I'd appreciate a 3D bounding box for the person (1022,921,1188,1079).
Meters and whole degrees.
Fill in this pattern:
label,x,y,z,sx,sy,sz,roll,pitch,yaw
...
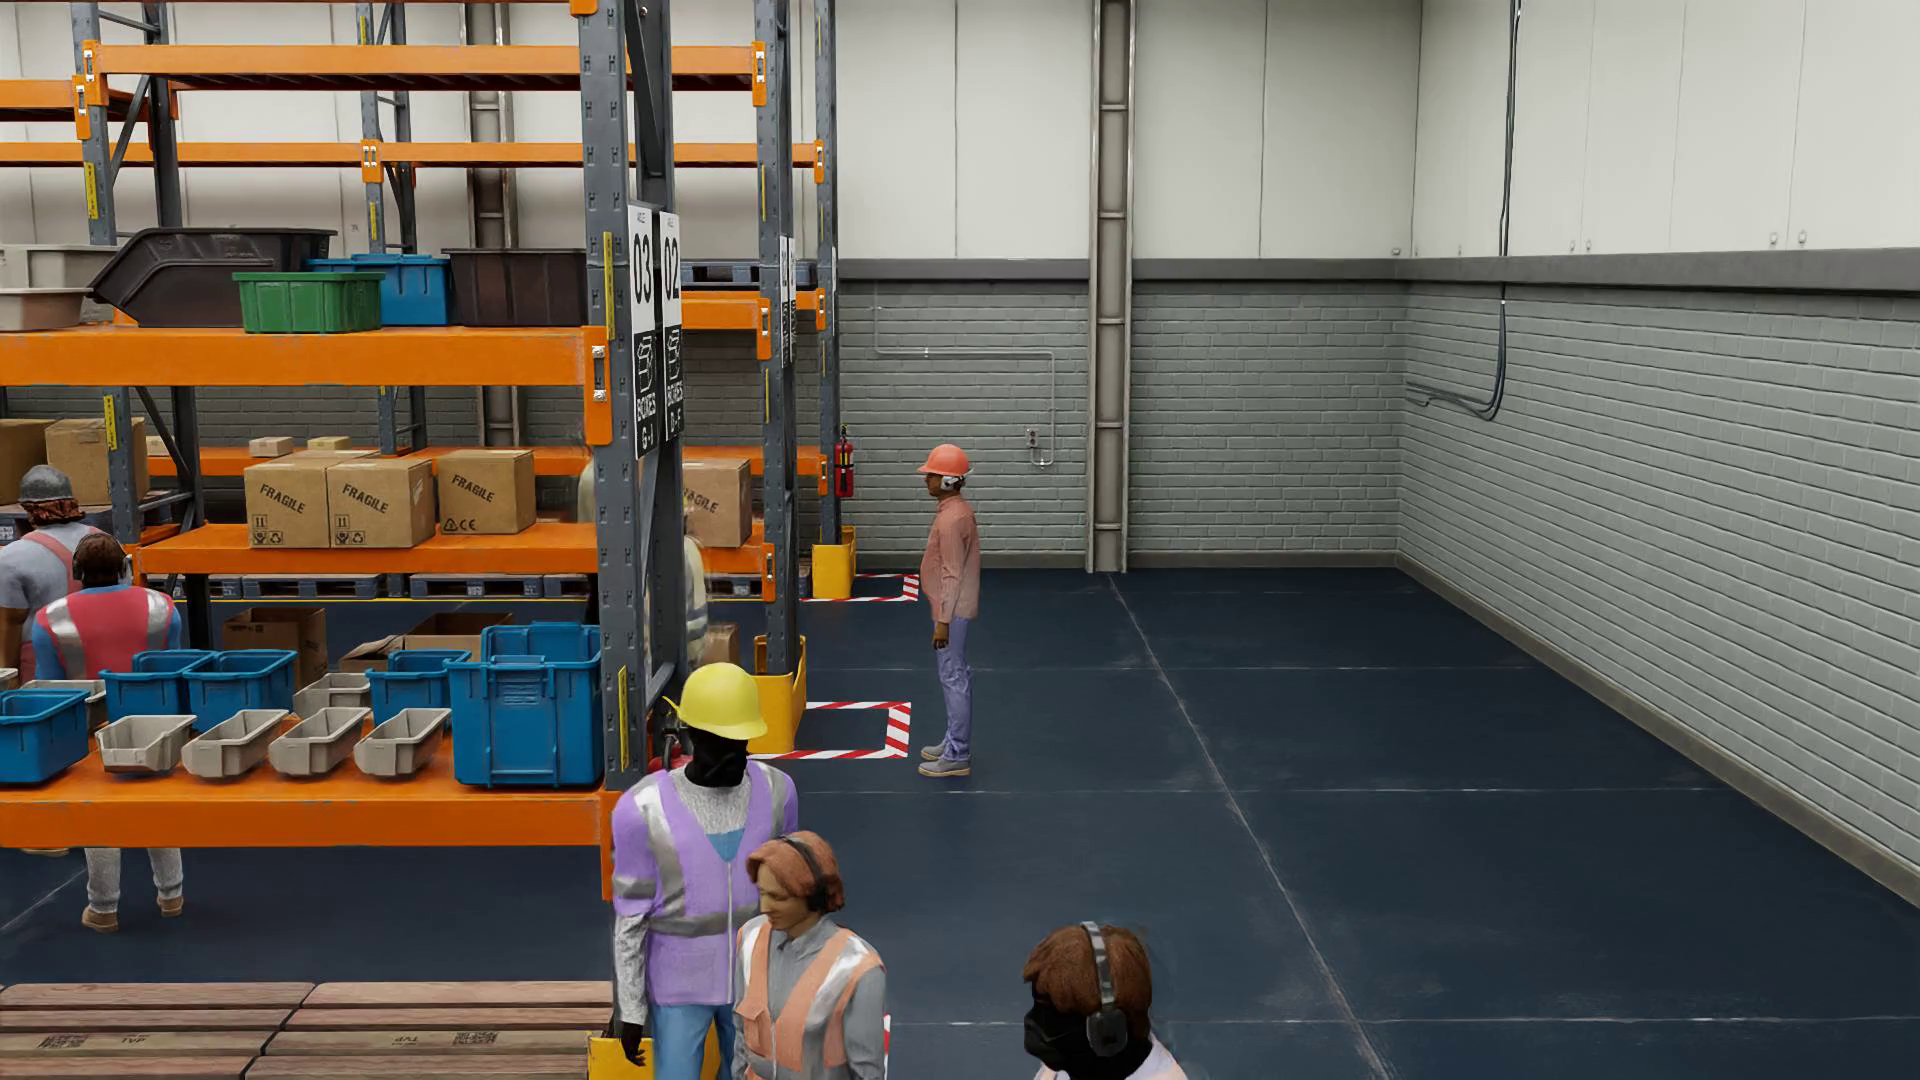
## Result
label,x,y,z,sx,sy,sz,roll,pitch,yaw
person,0.198,1.619,3.185,0.631,1.824,0.629,-3,10,-17

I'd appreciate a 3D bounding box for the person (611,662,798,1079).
label,x,y,z,sx,sy,sz,roll,pitch,yaw
person,-0.719,1.291,4.905,0.598,1.916,0.398,-6,11,-32

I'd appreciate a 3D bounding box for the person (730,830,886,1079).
label,x,y,z,sx,sy,sz,roll,pitch,yaw
person,-0.386,1.532,4.287,0.524,1.631,0.320,8,12,39

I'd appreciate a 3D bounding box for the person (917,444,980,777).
label,x,y,z,sx,sy,sz,roll,pitch,yaw
person,-0.067,0.417,10.001,0.375,1.997,0.612,1,9,4

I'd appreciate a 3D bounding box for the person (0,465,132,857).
label,x,y,z,sx,sy,sz,roll,pitch,yaw
person,-4.718,0.606,8.709,0.535,2.000,0.682,5,10,28

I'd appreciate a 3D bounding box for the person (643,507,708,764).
label,x,y,z,sx,sy,sz,roll,pitch,yaw
person,-1.730,0.598,9.442,0.594,1.813,0.619,1,9,6

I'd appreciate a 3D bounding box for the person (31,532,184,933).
label,x,y,z,sx,sy,sz,roll,pitch,yaw
person,-3.893,0.877,7.655,0.624,1.845,0.430,-7,12,-38
